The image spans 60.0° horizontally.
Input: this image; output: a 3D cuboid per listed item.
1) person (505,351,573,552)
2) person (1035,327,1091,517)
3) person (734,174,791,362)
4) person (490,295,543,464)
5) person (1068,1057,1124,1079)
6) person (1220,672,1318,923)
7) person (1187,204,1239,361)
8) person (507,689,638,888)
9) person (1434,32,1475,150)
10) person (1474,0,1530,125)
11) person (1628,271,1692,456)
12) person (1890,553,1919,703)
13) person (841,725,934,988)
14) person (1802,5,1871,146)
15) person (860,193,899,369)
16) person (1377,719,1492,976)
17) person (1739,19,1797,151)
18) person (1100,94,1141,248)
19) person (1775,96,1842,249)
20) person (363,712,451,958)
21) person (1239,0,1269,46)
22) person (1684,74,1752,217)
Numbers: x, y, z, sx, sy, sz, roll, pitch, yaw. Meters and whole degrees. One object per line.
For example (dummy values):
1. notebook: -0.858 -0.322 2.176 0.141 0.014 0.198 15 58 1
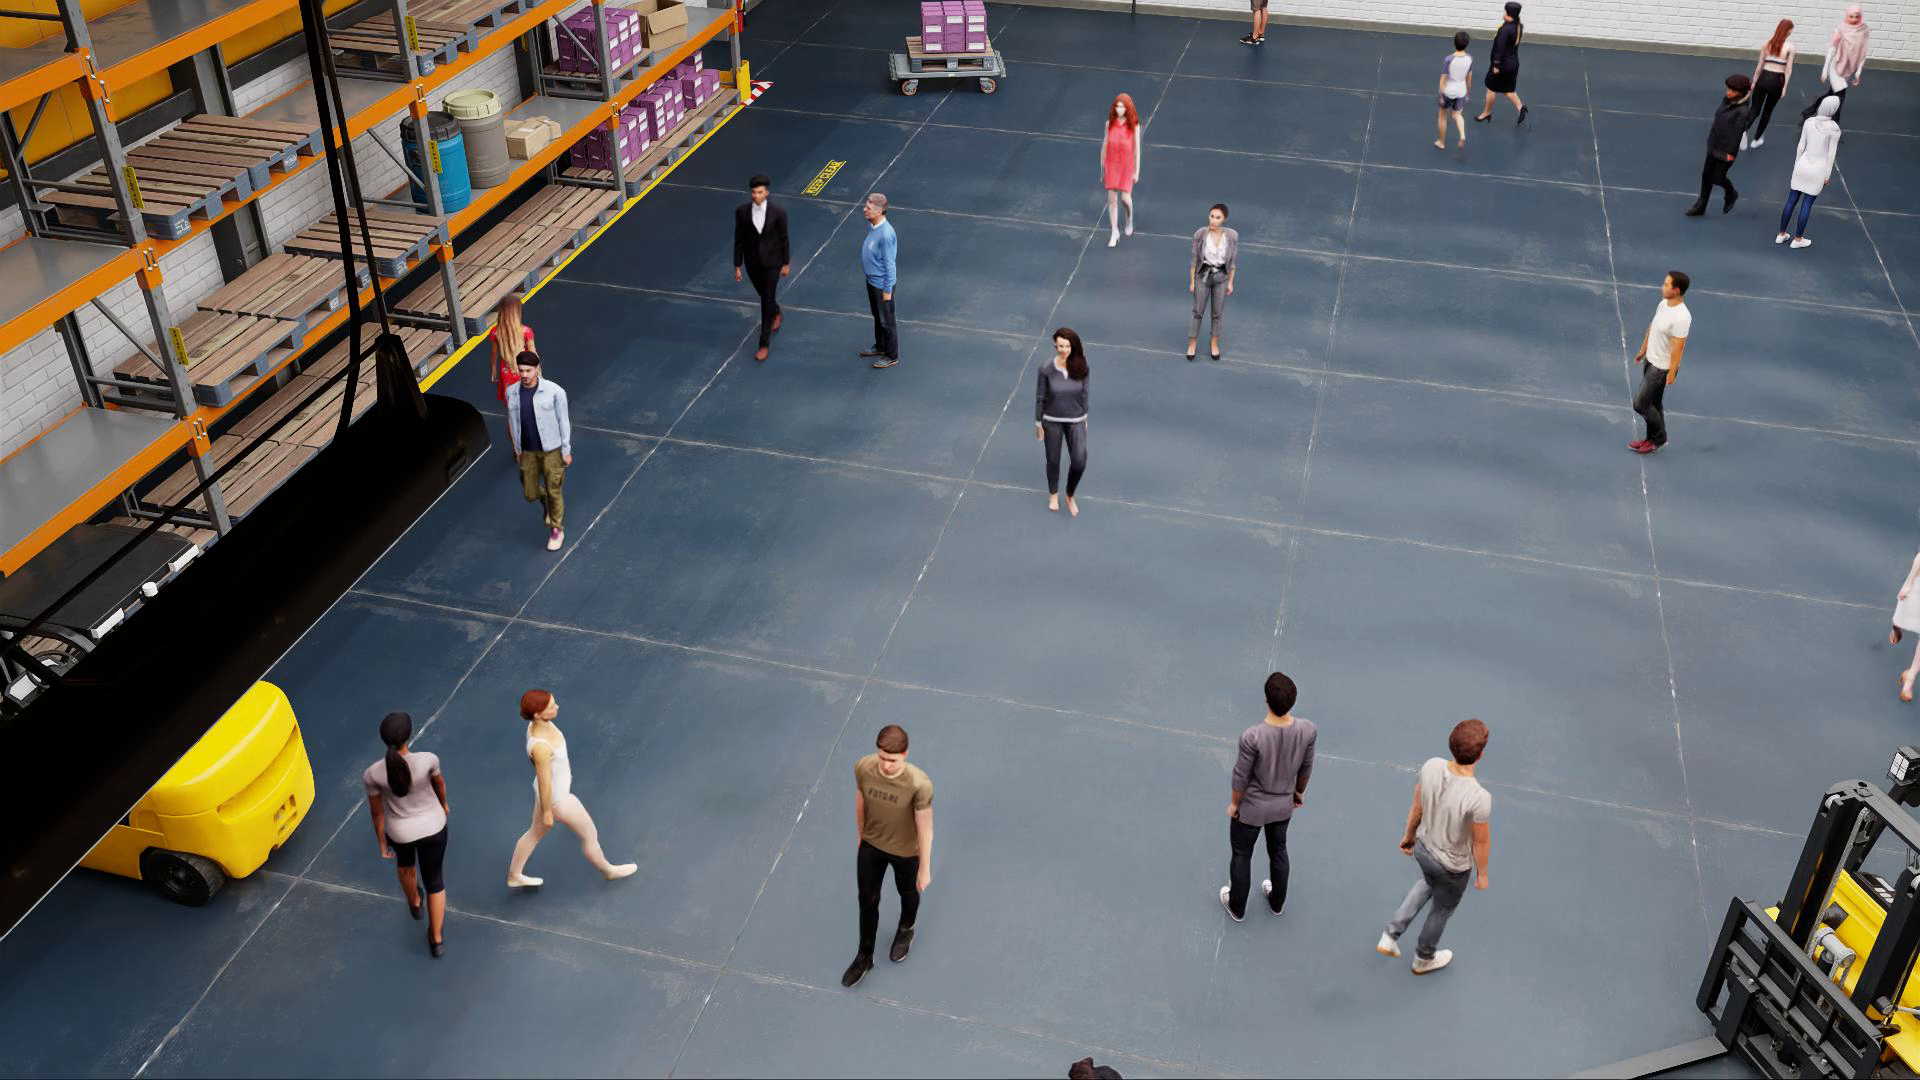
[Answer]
1. person: -3.479 -0.786 13.926 0.767 1.799 0.849 2 34 4
2. person: 0.877 -1.068 14.389 0.731 1.755 0.755 -3 34 -5
3. person: -1.991 -2.866 17.017 0.796 1.842 1.253 5 34 8
4. person: -4.023 -1.432 15.104 0.765 1.571 0.802 -2 34 -3
5. person: 0.659 3.145 8.178 0.685 1.615 0.514 5 34 7
6. person: 1.894 1.607 10.281 0.738 1.849 0.731 -9 35 -14
7. person: 2.540 -2.612 16.783 0.655 1.677 0.628 2 34 4
8. person: -2.646 1.623 10.481 0.993 1.601 1.055 -10 35 -14
9. person: 6.482 -5.836 21.744 0.741 1.553 0.871 -5 34 -7
10. person: 7.436 -6.401 22.505 1.041 1.654 1.058 28 43 35
11. person: 6.485 -1.597 15.160 0.767 1.783 0.642 0 34 0
12. person: 7.157 0.342 12.244 0.657 1.781 0.879 12 35 17
13. person: -0.367 1.785 10.022 0.751 1.839 0.922 13 36 19
14. person: 11.685 -6.234 22.161 0.943 1.756 1.274 -5 34 -7
15. person: -0.793 -2.621 16.669 0.806 1.818 0.720 -14 36 -20
16. person: 2.788 1.889 9.829 0.961 1.878 0.900 -18 38 -25
17. person: 10.486 -5.874 21.647 0.881 1.725 1.119 26 42 33
18. person: 1.867 -4.273 19.155 0.640 1.818 0.729 13 36 19
19. person: 9.787 -4.240 19.143 0.728 1.776 0.684 -21 39 -28
20. person: -3.278 1.829 10.062 0.843 1.721 0.955 -11 35 -16
21. person: 4.652 -8.634 25.677 0.820 1.862 0.655 22 39 29
22. person: 9.159 -4.675 19.818 0.950 1.753 0.933 -9 35 -14
